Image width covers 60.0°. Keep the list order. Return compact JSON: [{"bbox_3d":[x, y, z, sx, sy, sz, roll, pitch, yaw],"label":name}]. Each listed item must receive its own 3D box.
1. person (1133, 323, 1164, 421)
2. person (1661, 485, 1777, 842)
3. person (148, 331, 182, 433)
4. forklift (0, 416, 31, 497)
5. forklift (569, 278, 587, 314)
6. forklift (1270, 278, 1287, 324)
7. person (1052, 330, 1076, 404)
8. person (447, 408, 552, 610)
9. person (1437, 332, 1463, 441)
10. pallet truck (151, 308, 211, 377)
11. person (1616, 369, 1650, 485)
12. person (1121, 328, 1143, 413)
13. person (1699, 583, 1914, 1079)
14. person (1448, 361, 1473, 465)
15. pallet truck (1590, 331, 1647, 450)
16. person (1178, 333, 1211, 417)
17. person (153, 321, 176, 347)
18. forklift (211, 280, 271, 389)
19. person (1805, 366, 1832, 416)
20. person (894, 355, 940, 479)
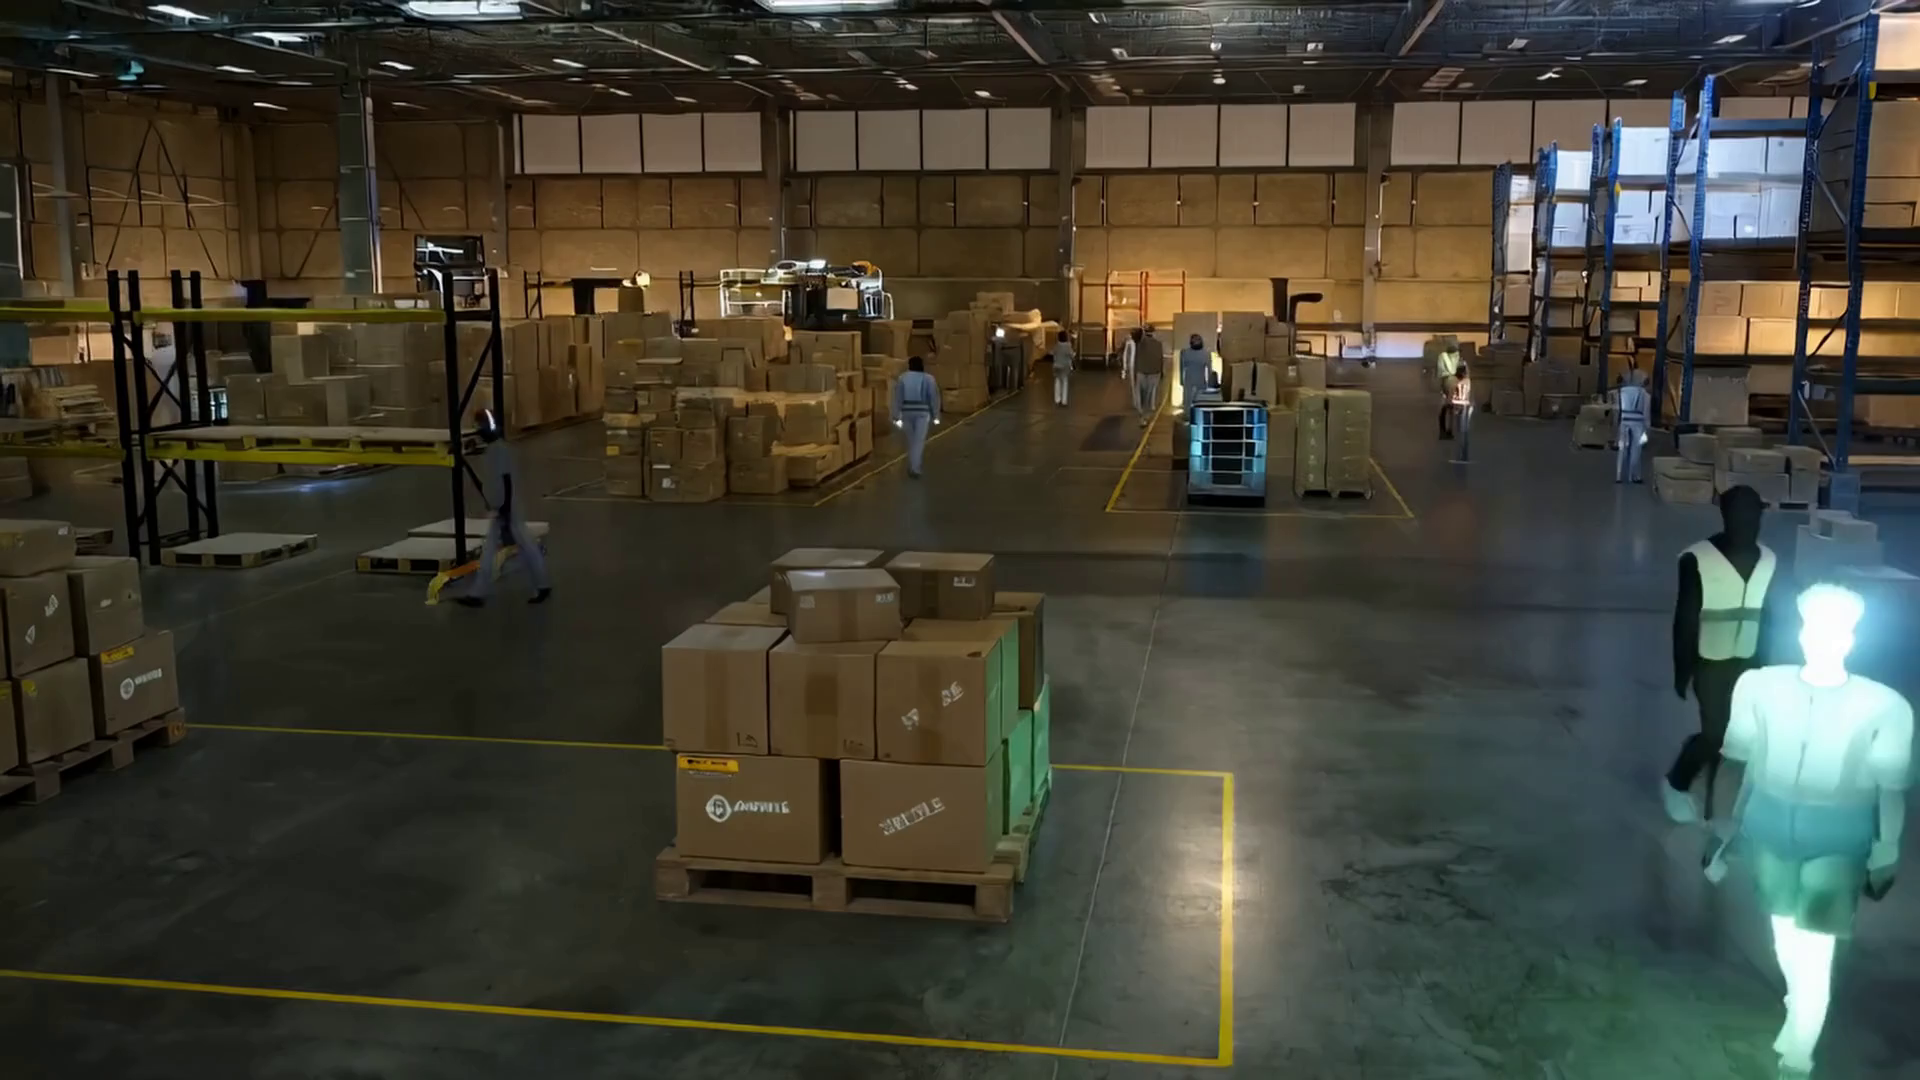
[{"bbox_3d":[3.819,-3.396,33.640,0.617,1.982,0.466,0,9,-1],"label":"person"},{"bbox_3d":[4.083,0.650,8.879,0.613,1.908,0.440,-3,10,-19],"label":"person"},{"bbox_3d":[-14.937,-2.961,31.203,0.628,1.889,1.024,0,9,2],"label":"person"},{"bbox_3d":[-13.352,-1.957,21.985,1.873,2.768,1.129,7,11,36],"label":"forklift"},{"bbox_3d":[-10.367,-5.754,45.399,1.873,2.768,1.129,-2,9,-10],"label":"forklift"},{"bbox_3d":[8.265,-5.390,43.158,1.873,2.768,1.129,1,9,9],"label":"forklift"},{"bbox_3d":[2.363,-3.956,38.000,0.552,1.662,0.740,0,9,-1],"label":"person"},{"bbox_3d":[-4.110,-0.272,14.913,0.988,1.801,0.654,-7,12,-37],"label":"person"},{"bbox_3d":[8.792,-2.739,29.721,0.550,1.938,0.375,-6,11,-35],"label":"person"},{"bbox_3d":[-21.869,-5.598,47.154,0.823,1.965,1.885,4,10,26],"label":"pallet truck"},{"bbox_3d":[9.539,-1.600,23.593,0.314,1.640,0.516,-5,11,-30],"label":"person"},{"bbox_3d":[3.800,-3.583,35.320,0.631,1.795,0.933,-3,10,-17],"label":"person"},{"bbox_3d":[3.082,1.101,6.098,0.611,1.911,1.014,9,13,43],"label":"person"},{"bbox_3d":[7.850,-1.983,25.990,0.314,1.632,0.524,-1,9,-3],"label":"person"},{"bbox_3d":[11.253,-2.573,28.499,0.823,1.965,1.885,5,10,27],"label":"pallet truck"},{"bbox_3d":[4.298,-2.834,30.469,0.631,1.887,1.038,-1,9,-6],"label":"person"},{"bbox_3d":[-21.684,-5.262,45.341,0.388,1.921,0.587,7,11,36],"label":"person"},{"bbox_3d":[-15.164,-4.224,35.965,1.873,2.768,1.129,-3,10,-16],"label":"forklift"},{"bbox_3d":[16.025,-2.946,30.993,0.375,1.933,0.550,-3,10,-17],"label":"person"},{"bbox_3d":[-0.644,-1.799,24.346,0.625,1.804,0.934,3,10,19],"label":"person"}]
